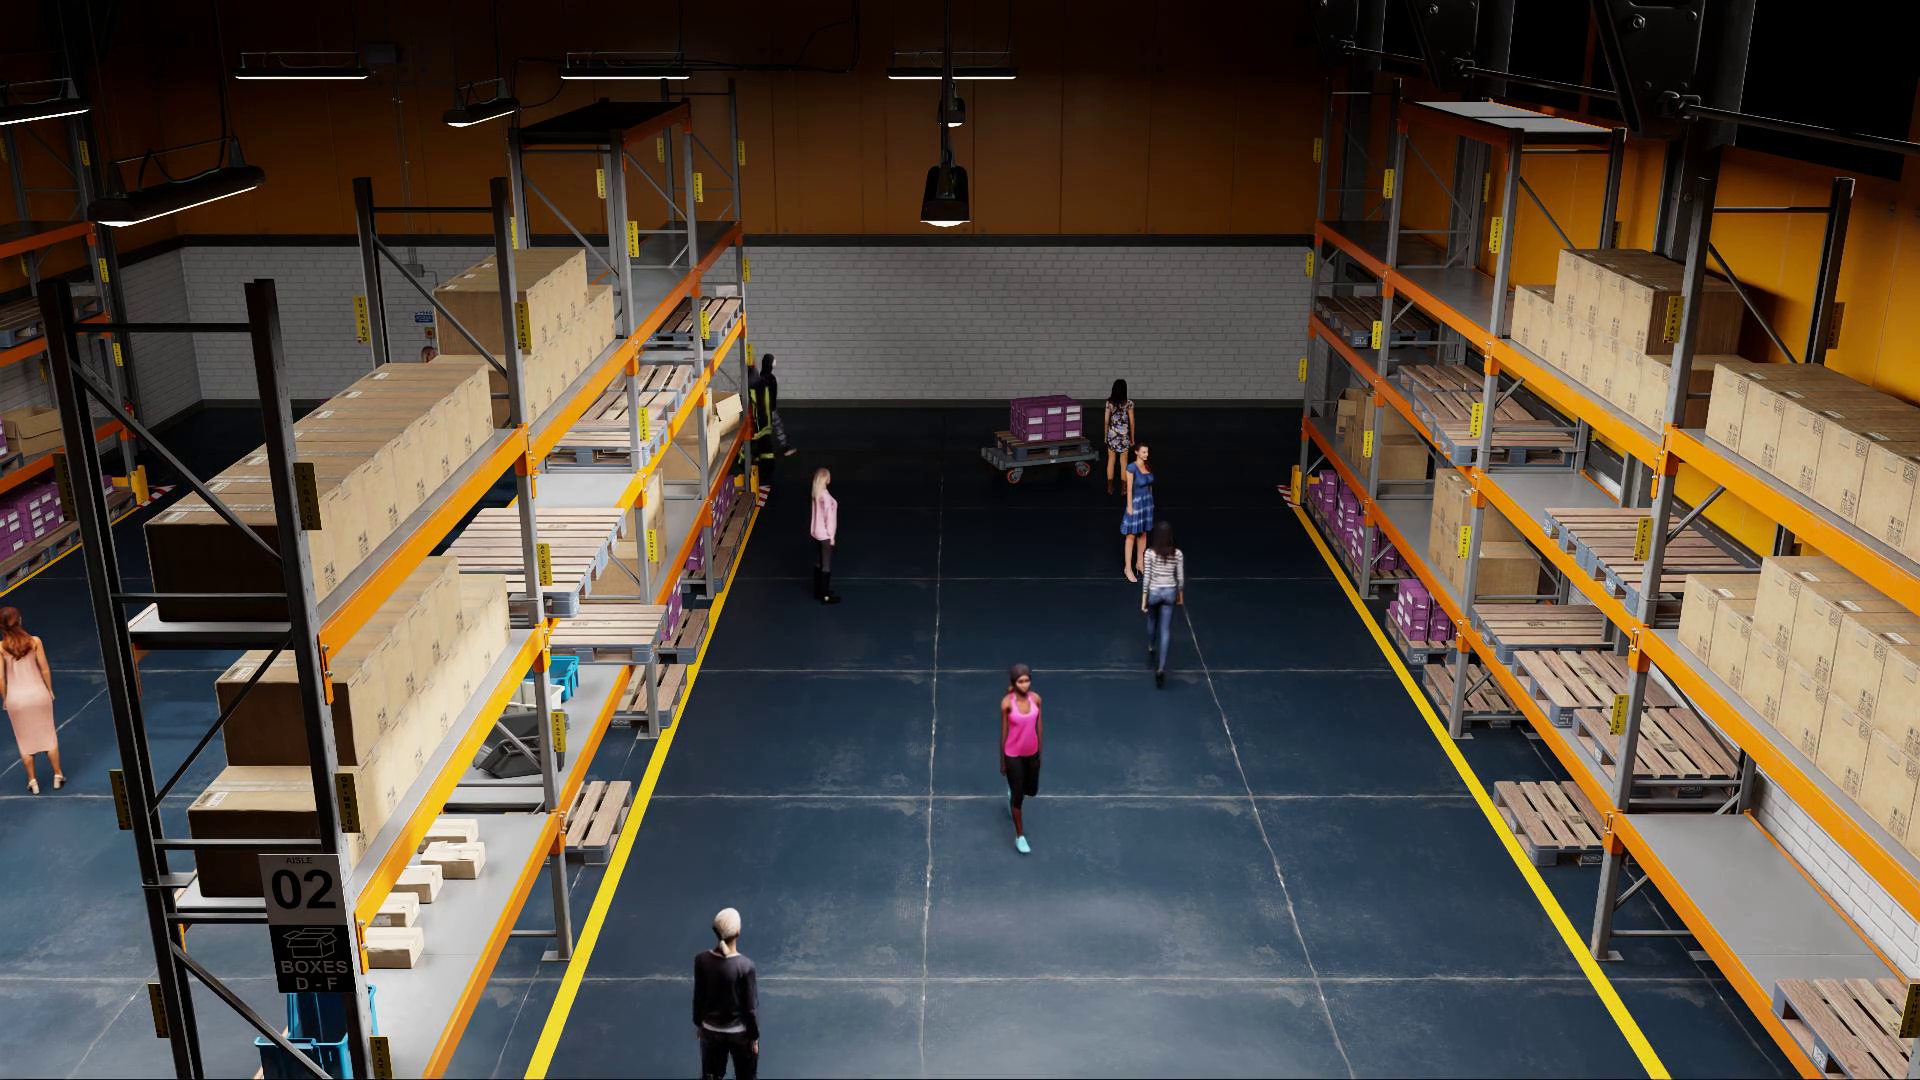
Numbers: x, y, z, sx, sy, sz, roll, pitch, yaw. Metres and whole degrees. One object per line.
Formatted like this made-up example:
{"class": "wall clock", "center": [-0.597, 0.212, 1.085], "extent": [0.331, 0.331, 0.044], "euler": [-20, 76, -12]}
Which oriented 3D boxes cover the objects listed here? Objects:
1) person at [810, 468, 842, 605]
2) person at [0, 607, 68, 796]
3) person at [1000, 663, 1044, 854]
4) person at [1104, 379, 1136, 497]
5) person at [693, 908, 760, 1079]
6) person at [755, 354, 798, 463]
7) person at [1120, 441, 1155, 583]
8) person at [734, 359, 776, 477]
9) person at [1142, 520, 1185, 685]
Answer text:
{"class": "person", "center": [-1.682, -0.065, 20.269], "extent": [0.740, 1.685, 0.622], "euler": [-9, 21, -25]}
{"class": "person", "center": [-8.656, 1.482, 15.444], "extent": [0.662, 1.832, 0.666], "euler": [-10, 21, -26]}
{"class": "person", "center": [0.506, 1.851, 14.545], "extent": [0.726, 1.706, 0.984], "euler": [-5, 19, -15]}
{"class": "person", "center": [2.335, -1.518, 24.509], "extent": [0.656, 1.733, 0.601], "euler": [6, 19, 16]}
{"class": "person", "center": [-1.511, 3.168, 10.628], "extent": [0.733, 1.711, 0.915], "euler": [4, 19, 12]}
{"class": "person", "center": [-3.094, -2.053, 26.151], "extent": [1.043, 1.699, 1.013], "euler": [-16, 24, -39]}
{"class": "person", "center": [2.271, -0.369, 20.982], "extent": [0.740, 1.806, 0.800], "euler": [-18, 25, -42]}
{"class": "person", "center": [-3.062, -1.854, 25.419], "extent": [1.147, 1.788, 1.264], "euler": [-14, 23, -36]}
{"class": "person", "center": [2.177, 0.713, 17.886], "extent": [0.610, 1.731, 1.132], "euler": [0, 19, 0]}
